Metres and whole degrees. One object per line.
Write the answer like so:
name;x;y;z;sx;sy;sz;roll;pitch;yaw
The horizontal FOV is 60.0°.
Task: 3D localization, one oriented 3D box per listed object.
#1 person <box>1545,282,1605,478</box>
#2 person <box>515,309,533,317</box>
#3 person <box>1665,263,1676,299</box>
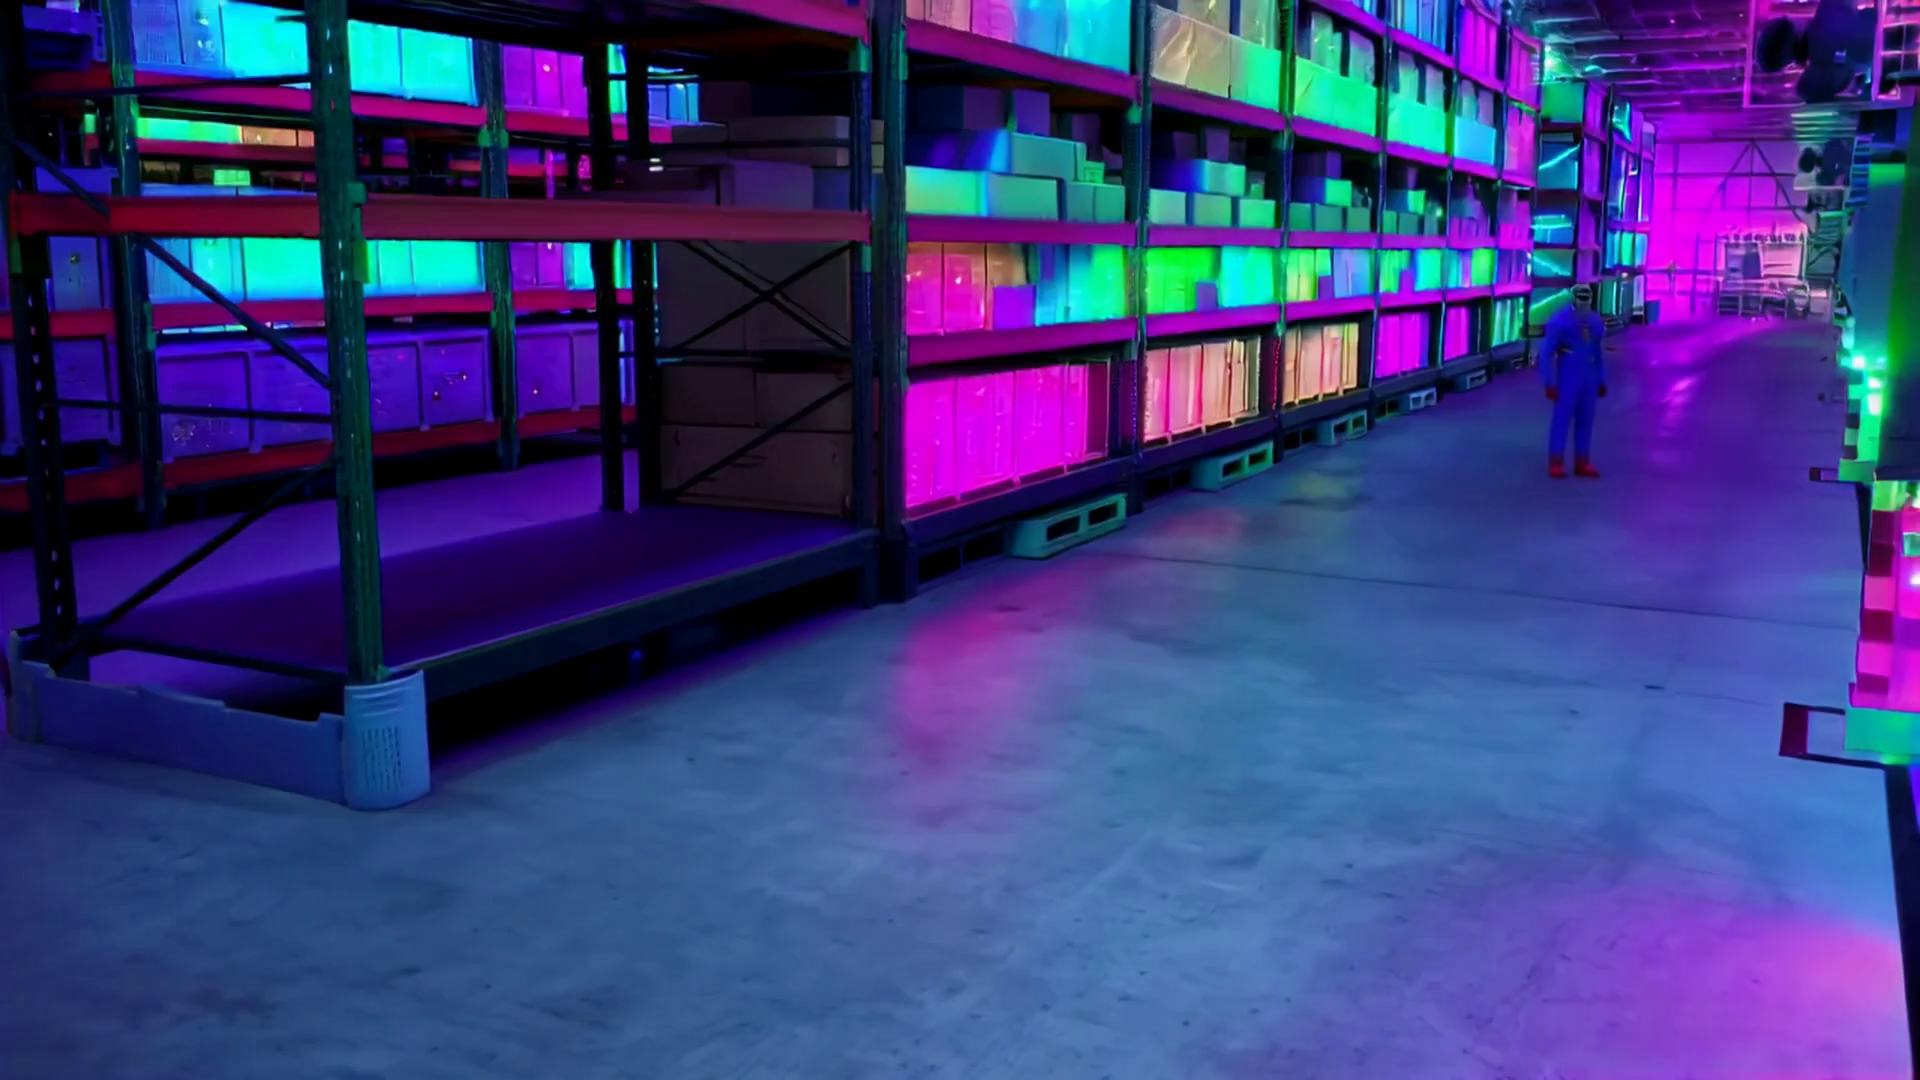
person;5.977;-1.543;16.133;0.657;1.896;0.402;-3;10;-19
person;-6.124;-2.731;23.047;0.563;1.885;0.986;3;10;19
person;33.883;-12.332;79.201;0.539;1.686;0.320;-6;12;-32
